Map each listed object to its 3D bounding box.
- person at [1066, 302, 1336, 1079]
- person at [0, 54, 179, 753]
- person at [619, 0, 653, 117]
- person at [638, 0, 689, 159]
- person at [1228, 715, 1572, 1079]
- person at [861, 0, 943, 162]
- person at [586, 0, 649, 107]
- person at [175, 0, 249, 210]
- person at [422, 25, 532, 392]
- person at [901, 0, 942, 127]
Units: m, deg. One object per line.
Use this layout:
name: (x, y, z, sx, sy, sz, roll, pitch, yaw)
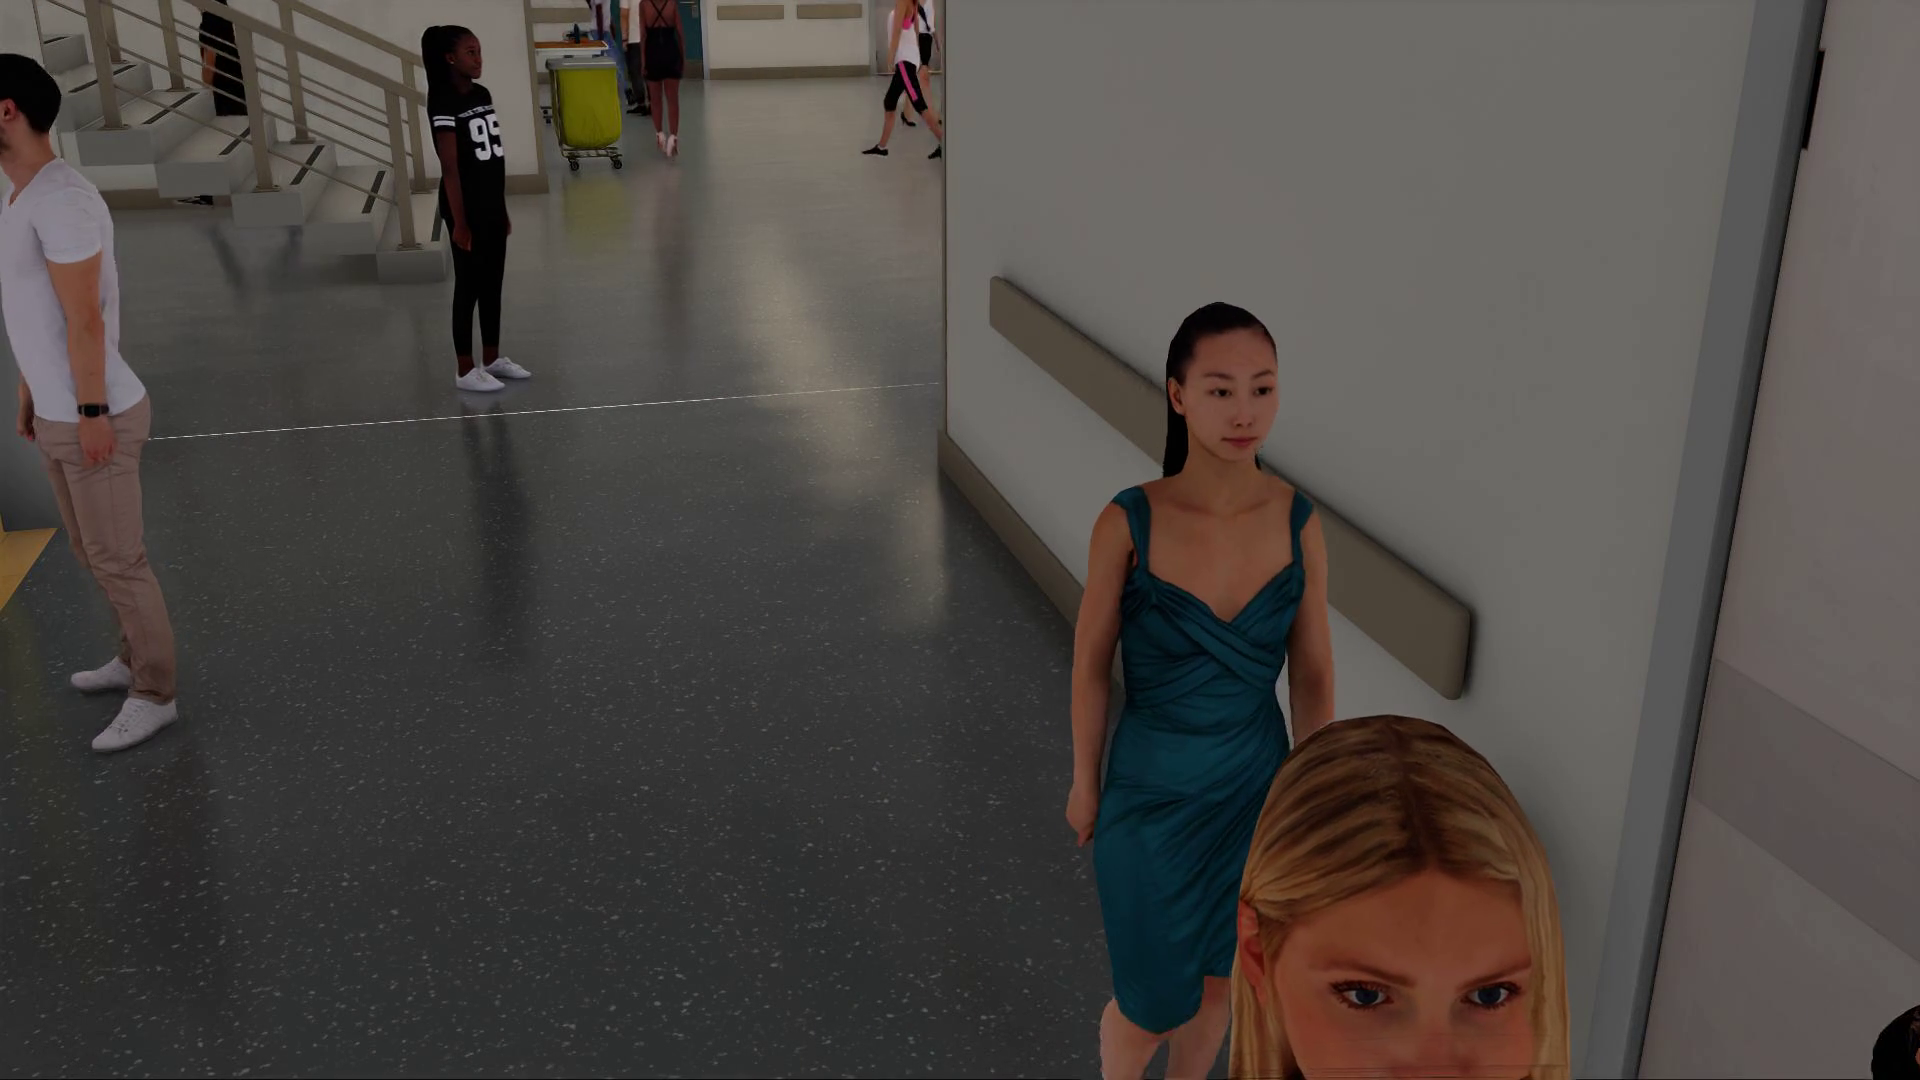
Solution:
person: (0.374, 0.414, 2.831, 0.529, 1.675, 0.642, -4, 21, -10)
person: (-2.405, -0.361, 4.586, 0.792, 1.881, 0.743, 18, 27, 39)
person: (-3.632, -5.687, 18.843, 0.811, 1.712, 0.723, 17, 27, 38)
person: (-2.744, -4.387, 15.413, 1.035, 1.740, 0.703, -4, 21, -9)
person: (0.234, 0.951, 1.225, 0.491, 1.808, 0.690, -2, 21, -6)
person: (-0.402, -4.326, 15.249, 1.227, 1.743, 0.996, 6, 21, 14)
person: (-4.307, -5.974, 19.684, 1.044, 1.684, 0.643, -4, 21, -10)
person: (-5.488, -3.383, 12.677, 1.149, 1.788, 0.656, -6, 21, -15)
person: (-2.360, -1.598, 8.067, 0.705, 1.729, 0.686, 5, 21, 13)
person: (-0.485, -5.214, 17.780, 1.038, 1.611, 0.918, -18, 27, -39)
